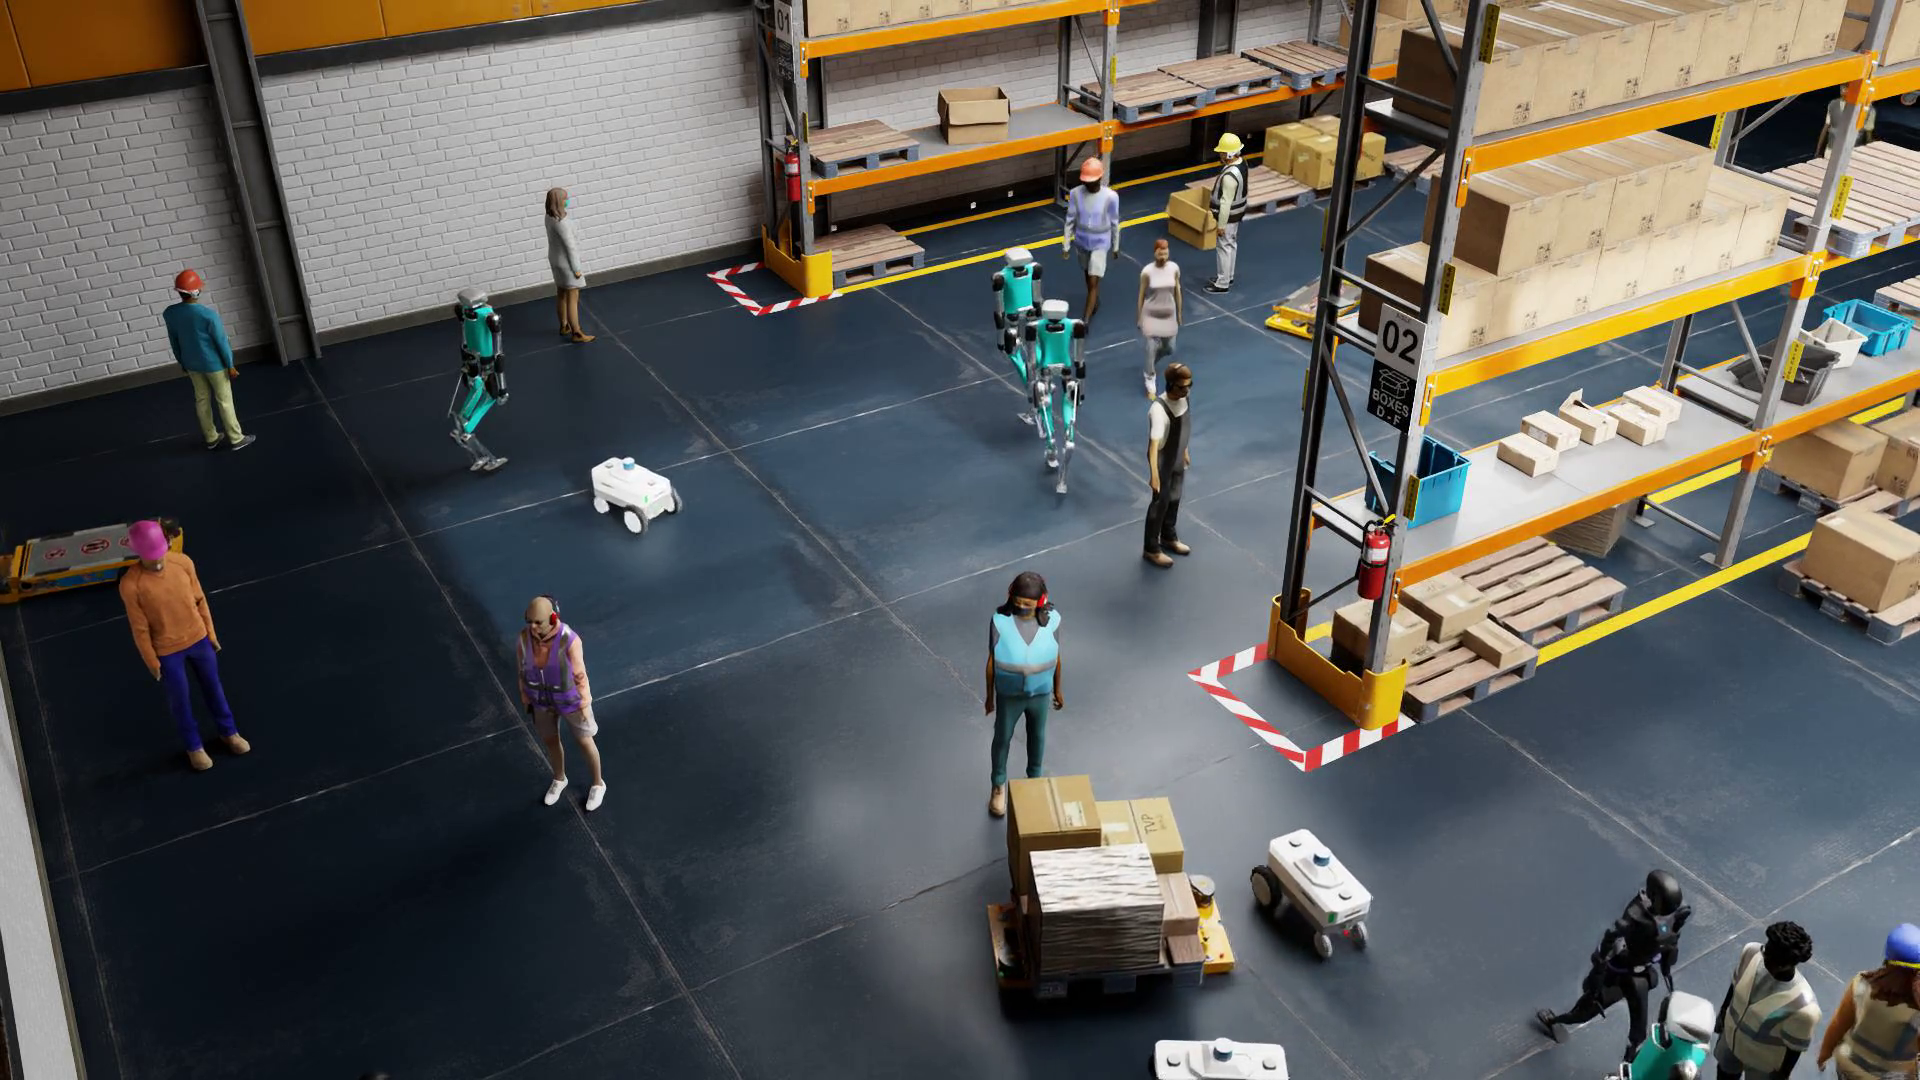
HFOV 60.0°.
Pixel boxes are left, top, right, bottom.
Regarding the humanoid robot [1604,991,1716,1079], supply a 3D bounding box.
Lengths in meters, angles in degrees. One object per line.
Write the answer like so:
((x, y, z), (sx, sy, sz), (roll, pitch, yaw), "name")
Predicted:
((3.093, 2.841, 8.163), (0.965, 1.712, 0.537), (7, 33, 11), "humanoid robot")

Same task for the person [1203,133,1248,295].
((2.945, -3.598, 18.367), (0.403, 1.821, 0.596), (12, 34, 18), "person")

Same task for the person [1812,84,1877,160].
((10.747, -4.679, 20.107), (0.434, 1.806, 0.728), (-24, 39, -33), "person")

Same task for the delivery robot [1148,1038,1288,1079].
((1.412, 2.955, 9.083), (0.759, 0.575, 0.499), (1, 32, 2), "delivery robot")

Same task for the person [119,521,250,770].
((-5.339, 0.704, 11.365), (0.405, 1.973, 0.516), (25, 40, 34), "person")

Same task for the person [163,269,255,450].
((-6.941, -1.662, 15.336), (0.571, 1.748, 0.342), (6, 33, 9), "person")

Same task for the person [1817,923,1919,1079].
((4.625, 2.680, 8.440), (0.899, 1.723, 0.468), (-18, 36, -26), "person")

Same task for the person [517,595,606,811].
((-2.664, 1.075, 11.037), (0.486, 1.685, 0.351), (6, 33, 9), "person")

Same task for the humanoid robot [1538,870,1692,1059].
((3.616, 2.337, 9.091), (0.608, 1.621, 0.787), (-11, 34, -18), "humanoid robot")

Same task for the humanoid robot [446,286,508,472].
((-4.367, -1.342, 14.812), (0.536, 1.756, 0.702), (21, 38, 30), "humanoid robot")

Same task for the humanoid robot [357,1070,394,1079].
((-2.668, 3.161, 7.726), (0.616, 1.645, 0.473), (12, 34, 19), "humanoid robot")

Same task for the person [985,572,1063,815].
((0.421, 0.996, 10.994), (0.520, 1.865, 0.390), (-4, 32, -6), "person")

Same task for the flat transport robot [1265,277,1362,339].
((3.984, -2.559, 18.165), (0.659, 0.231, 1.431), (23, 39, 32), "flat transport robot")

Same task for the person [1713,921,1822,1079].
((4.100, 2.609, 8.586), (0.319, 1.691, 0.535), (-8, 33, -13), "person")

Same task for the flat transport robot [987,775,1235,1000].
((0.915, 2.412, 10.237), (1.431, 0.231, 0.659), (-3, 32, -5), "flat transport robot")

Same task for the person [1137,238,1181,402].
((1.929, -2.210, 16.311), (0.437, 1.648, 0.576), (-6, 33, -9), "person")

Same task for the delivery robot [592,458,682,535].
((-2.855, -0.439, 14.498), (0.768, 0.576, 0.499), (21, 38, 30), "delivery robot")

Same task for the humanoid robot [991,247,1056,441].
((0.685, -1.760, 15.598), (0.547, 1.876, 0.813), (-18, 36, -26), "humanoid robot")

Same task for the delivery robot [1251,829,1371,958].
((2.215, 2.162, 10.383), (0.499, 0.611, 0.809), (-14, 35, -21), "delivery robot")

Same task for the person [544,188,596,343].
((-4.096, -2.875, 17.357), (0.336, 1.659, 0.495), (-22, 38, -31), "person")

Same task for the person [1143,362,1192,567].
((1.711, -0.628, 13.618), (0.361, 1.834, 0.515), (22, 38, 31), "person")

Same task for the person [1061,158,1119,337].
((1.371, -3.130, 17.560), (0.559, 1.872, 1.036), (13, 34, 19), "person")

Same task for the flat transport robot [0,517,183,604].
((-7.249, 0.166, 13.819), (1.431, 0.231, 0.659), (-12, 34, -18), "flat transport robot")

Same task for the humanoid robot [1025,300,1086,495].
((0.845, -1.182, 14.630), (0.557, 1.765, 1.030), (0, 32, -1), "humanoid robot")
